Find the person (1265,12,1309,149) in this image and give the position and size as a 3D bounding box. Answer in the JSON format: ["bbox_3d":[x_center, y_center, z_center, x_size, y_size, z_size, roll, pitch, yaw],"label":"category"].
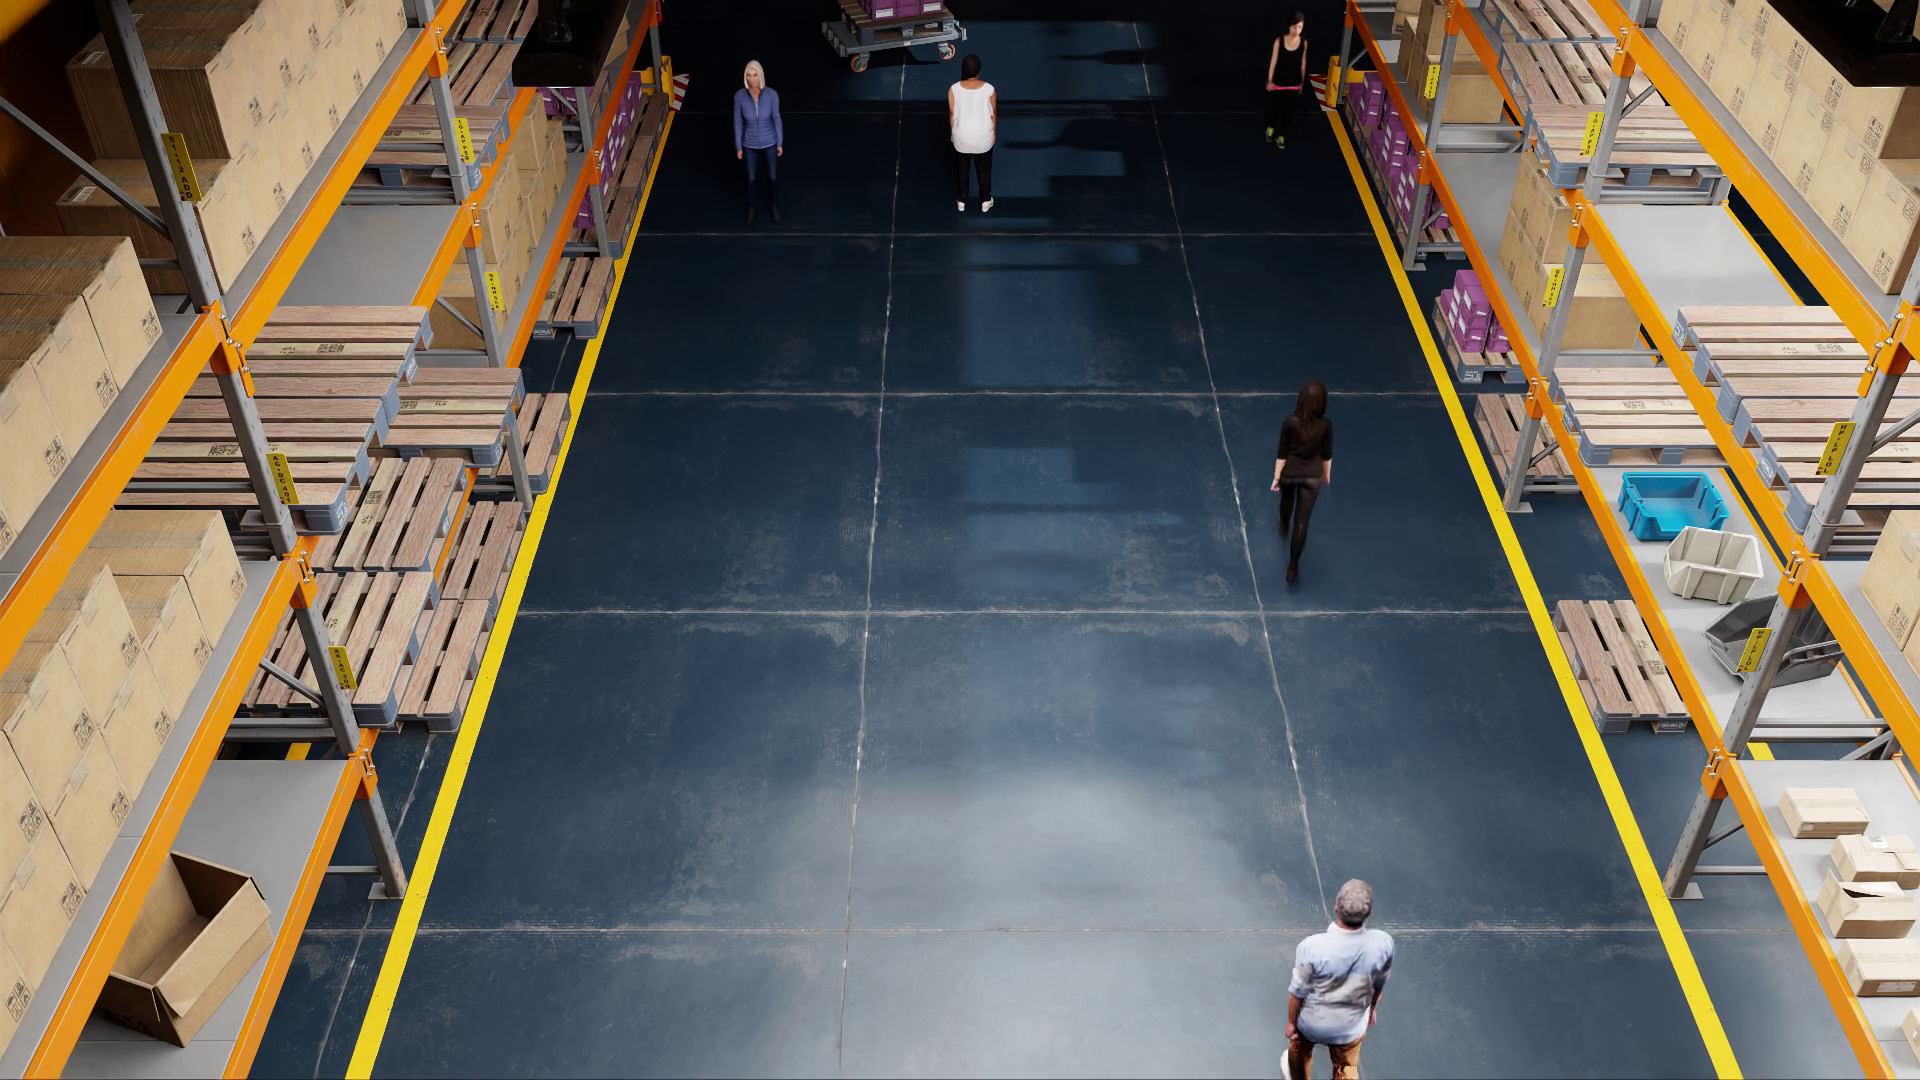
[{"bbox_3d":[3.634,-5.165,18.588,0.553,1.542,0.569,0,39,0],"label":"person"}]

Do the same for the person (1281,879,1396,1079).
[{"bbox_3d":[1.970,2.548,8.723,0.713,1.800,1.067,-2,39,-2],"label":"person"}]

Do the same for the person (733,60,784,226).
[{"bbox_3d":[-2.063,-4.095,17.087,0.675,1.743,0.566,-4,39,-6],"label":"person"}]

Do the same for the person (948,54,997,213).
[{"bbox_3d":[0.130,-4.242,17.315,0.679,1.687,0.644,5,39,6],"label":"person"}]

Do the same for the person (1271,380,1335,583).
[{"bbox_3d":[2.584,-0.417,12.601,0.772,1.594,1.156,9,40,11],"label":"person"}]
